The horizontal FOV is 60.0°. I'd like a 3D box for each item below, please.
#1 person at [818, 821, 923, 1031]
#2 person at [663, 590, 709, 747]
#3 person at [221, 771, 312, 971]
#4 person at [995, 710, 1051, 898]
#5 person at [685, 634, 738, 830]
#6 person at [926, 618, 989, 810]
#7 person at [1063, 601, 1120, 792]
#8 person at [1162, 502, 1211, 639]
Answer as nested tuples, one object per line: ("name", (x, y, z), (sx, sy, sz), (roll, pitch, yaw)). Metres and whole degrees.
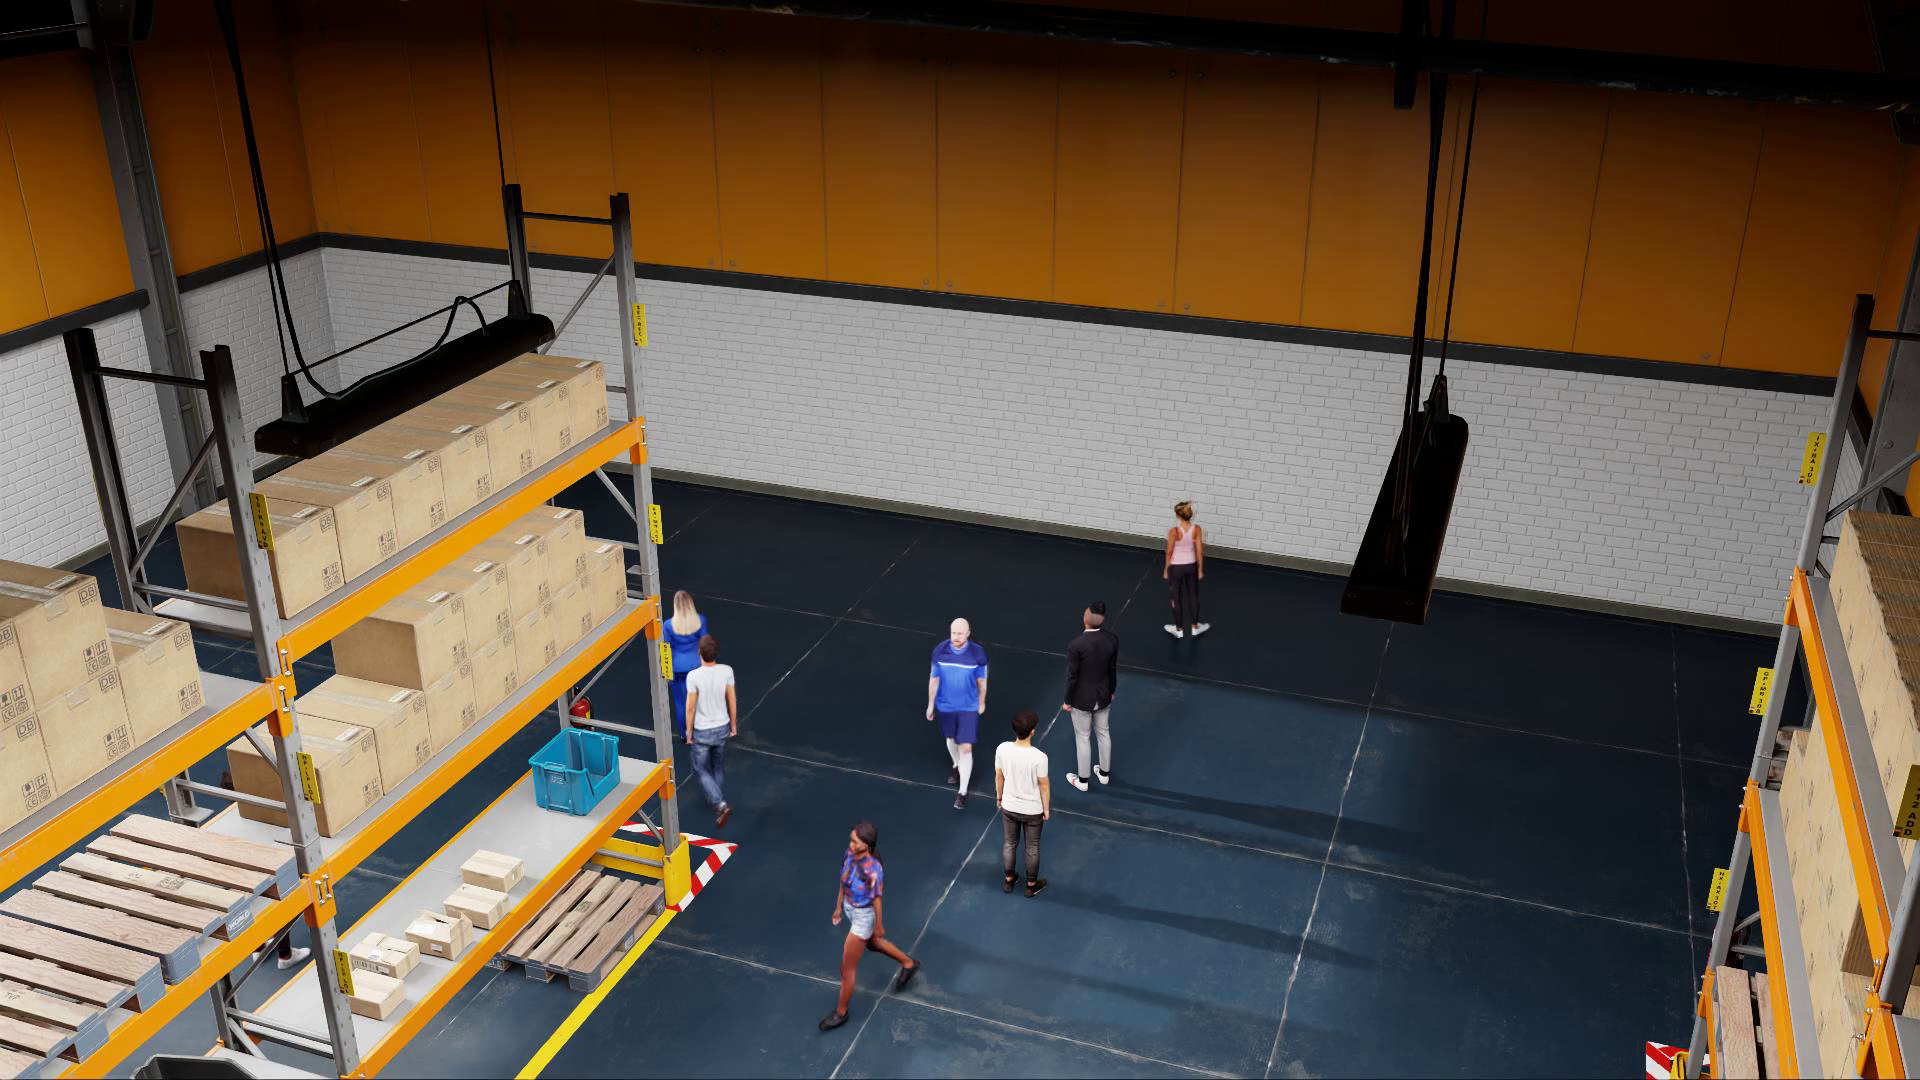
("person", (-0.665, 2.848, 12.602), (1.219, 1.704, 1.072), (-14, 27, -29))
("person", (-2.630, 1.301, 16.160), (0.892, 1.689, 0.956), (-10, 26, -22))
("person", (-5.547, 2.574, 13.135), (0.613, 1.780, 0.532), (8, 25, 18))
("person", (0.521, 2.212, 14.037), (0.640, 1.721, 0.542), (10, 26, 23))
("person", (-2.219, 1.741, 14.955), (1.018, 1.849, 1.048), (-13, 27, -26))
("person", (-0.003, 1.515, 15.531), (0.768, 1.801, 1.095), (6, 24, 13))
("person", (1.236, 1.431, 15.541), (0.786, 1.948, 0.846), (-10, 26, -22))
("person", (2.514, 0.314, 18.475), (0.784, 1.644, 0.741), (-1, 24, -2))
